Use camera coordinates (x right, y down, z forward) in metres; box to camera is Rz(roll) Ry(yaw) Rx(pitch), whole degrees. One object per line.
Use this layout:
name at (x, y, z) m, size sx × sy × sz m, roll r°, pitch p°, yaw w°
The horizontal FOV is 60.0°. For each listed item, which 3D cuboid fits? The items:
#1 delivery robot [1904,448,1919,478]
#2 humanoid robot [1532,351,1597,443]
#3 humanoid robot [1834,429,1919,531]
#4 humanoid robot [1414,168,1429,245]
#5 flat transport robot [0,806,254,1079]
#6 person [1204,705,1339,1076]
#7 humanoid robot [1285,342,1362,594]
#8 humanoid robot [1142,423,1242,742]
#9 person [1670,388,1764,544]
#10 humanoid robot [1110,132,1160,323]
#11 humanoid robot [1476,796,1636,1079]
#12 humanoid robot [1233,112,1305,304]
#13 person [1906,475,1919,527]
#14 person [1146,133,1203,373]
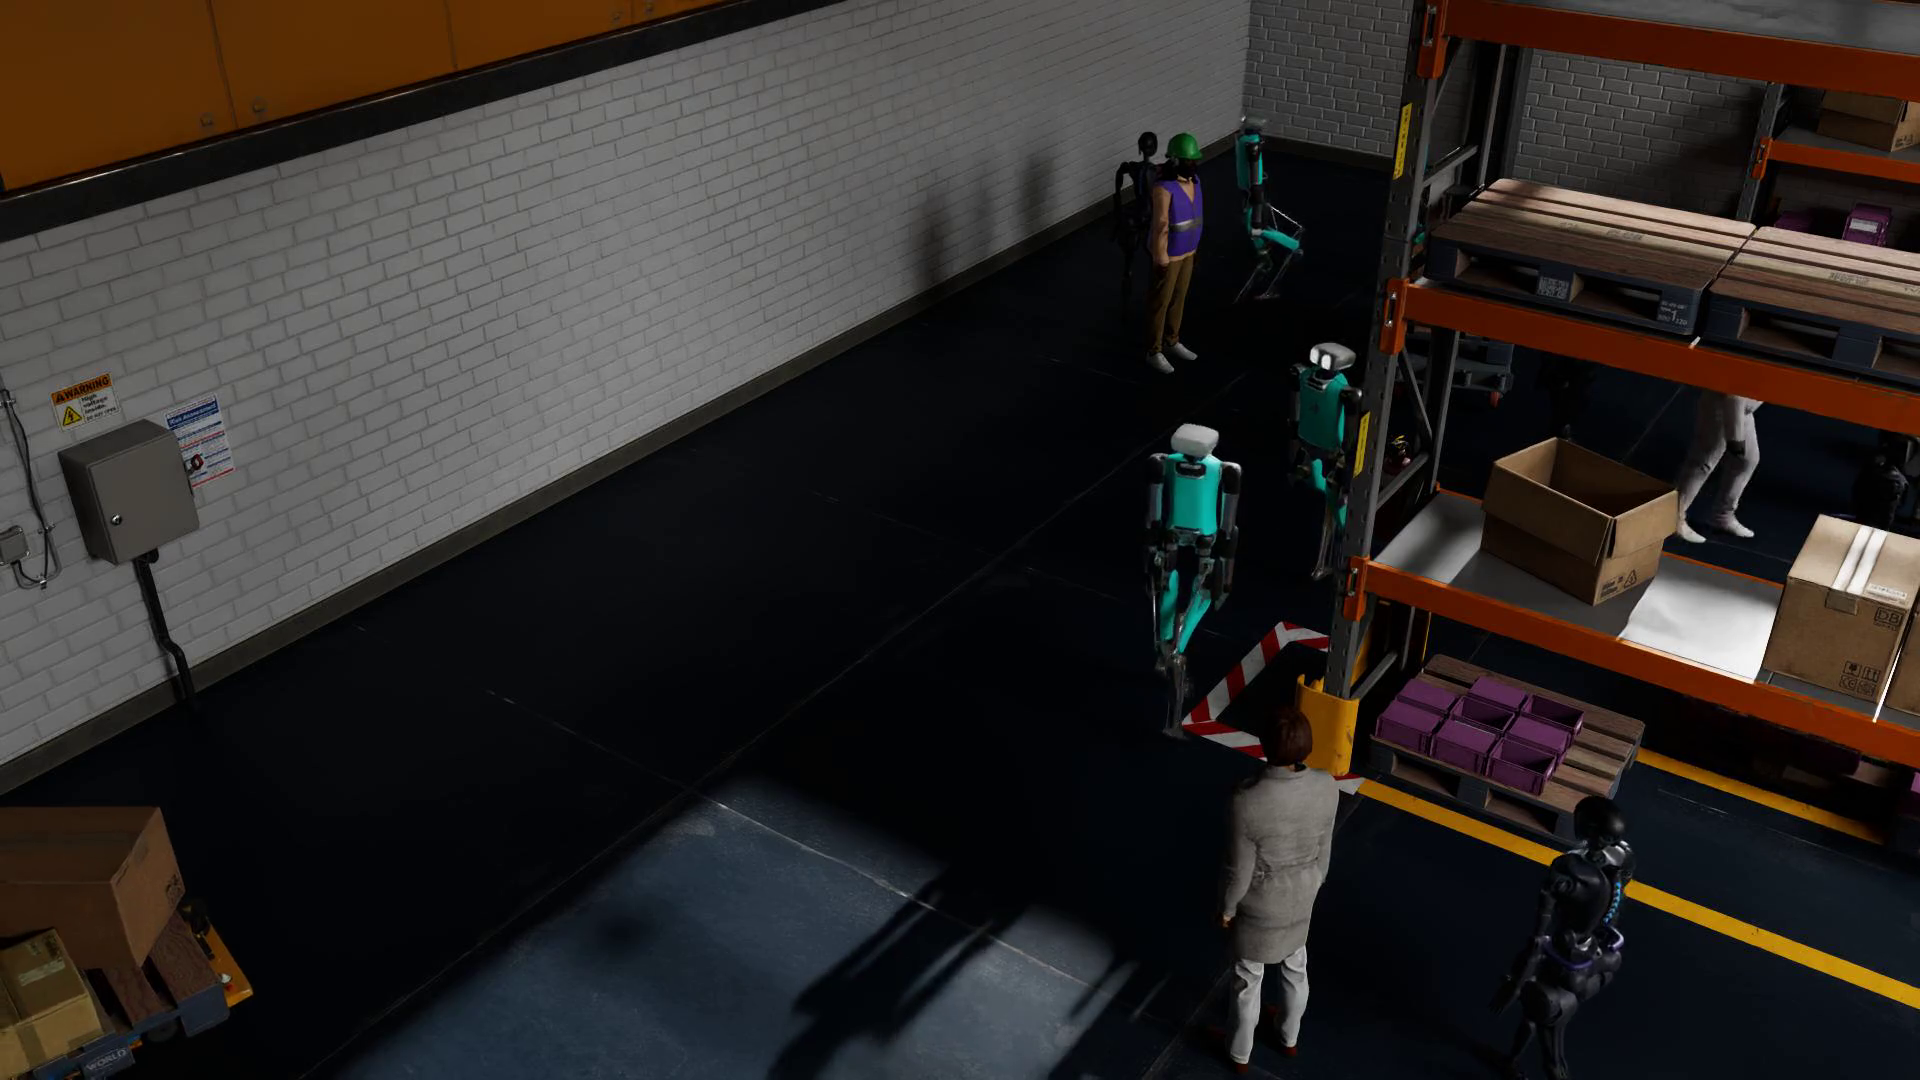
delivery robot at (7.211, -0.613, 11.820) m, size 0.499 × 0.598 × 0.791 m, roll -23°, pitch 37°, yaw -34°
humanoid robot at (4.167, -1.112, 11.574) m, size 0.677 × 1.633 × 0.586 m, roll -6°, pitch 30°, yaw -10°
humanoid robot at (5.113, 0.077, 9.549) m, size 0.795 × 1.632 × 0.590 m, roll 7°, pitch 31°, yaw 12°
humanoid robot at (4.108, -2.840, 14.616) m, size 0.723 × 1.902 × 0.548 m, roll 7°, pitch 31°, yaw 12°
flat transport robot at (-3.974, 2.119, 7.363) m, size 1.431 × 0.231 × 0.659 m, roll -23°, pitch 37°, yaw -34°
person at (1.287, 1.465, 6.934) m, size 0.501 × 1.834 × 0.368 m, roll -10°, pitch 31°, yaw -16°
humanoid robot at (2.359, -0.415, 10.384) m, size 0.772 × 1.865 × 0.543 m, roll -24°, pitch 38°, yaw -35°
humanoid robot at (1.168, 0.325, 9.052) m, size 0.550 × 1.756 × 1.032 m, roll 10°, pitch 31°, yaw 17°
person at (5.077, -0.803, 10.818) m, size 0.728 × 1.880 × 0.672 m, roll 16°, pitch 34°, yaw 26°
humanoid robot at (1.568, -2.685, 14.284) m, size 0.589 × 1.652 × 0.326 m, roll 11°, pitch 32°, yaw 18°
humanoid robot at (2.467, 1.741, 6.677) m, size 0.598 × 1.649 × 0.768 m, roll -18°, pitch 34°, yaw -28°
humanoid robot at (2.726, -2.821, 14.486) m, size 0.793 × 1.801 × 0.532 m, roll -2°, pitch 30°, yaw -3°
person at (6.655, -0.859, 10.925) m, size 0.402 × 1.876 × 0.555 m, roll -4°, pitch 30°, yaw -6°
person at (1.721, -2.330, 13.418) m, size 0.409 × 1.931 × 0.532 m, roll 23°, pitch 37°, yaw 34°
